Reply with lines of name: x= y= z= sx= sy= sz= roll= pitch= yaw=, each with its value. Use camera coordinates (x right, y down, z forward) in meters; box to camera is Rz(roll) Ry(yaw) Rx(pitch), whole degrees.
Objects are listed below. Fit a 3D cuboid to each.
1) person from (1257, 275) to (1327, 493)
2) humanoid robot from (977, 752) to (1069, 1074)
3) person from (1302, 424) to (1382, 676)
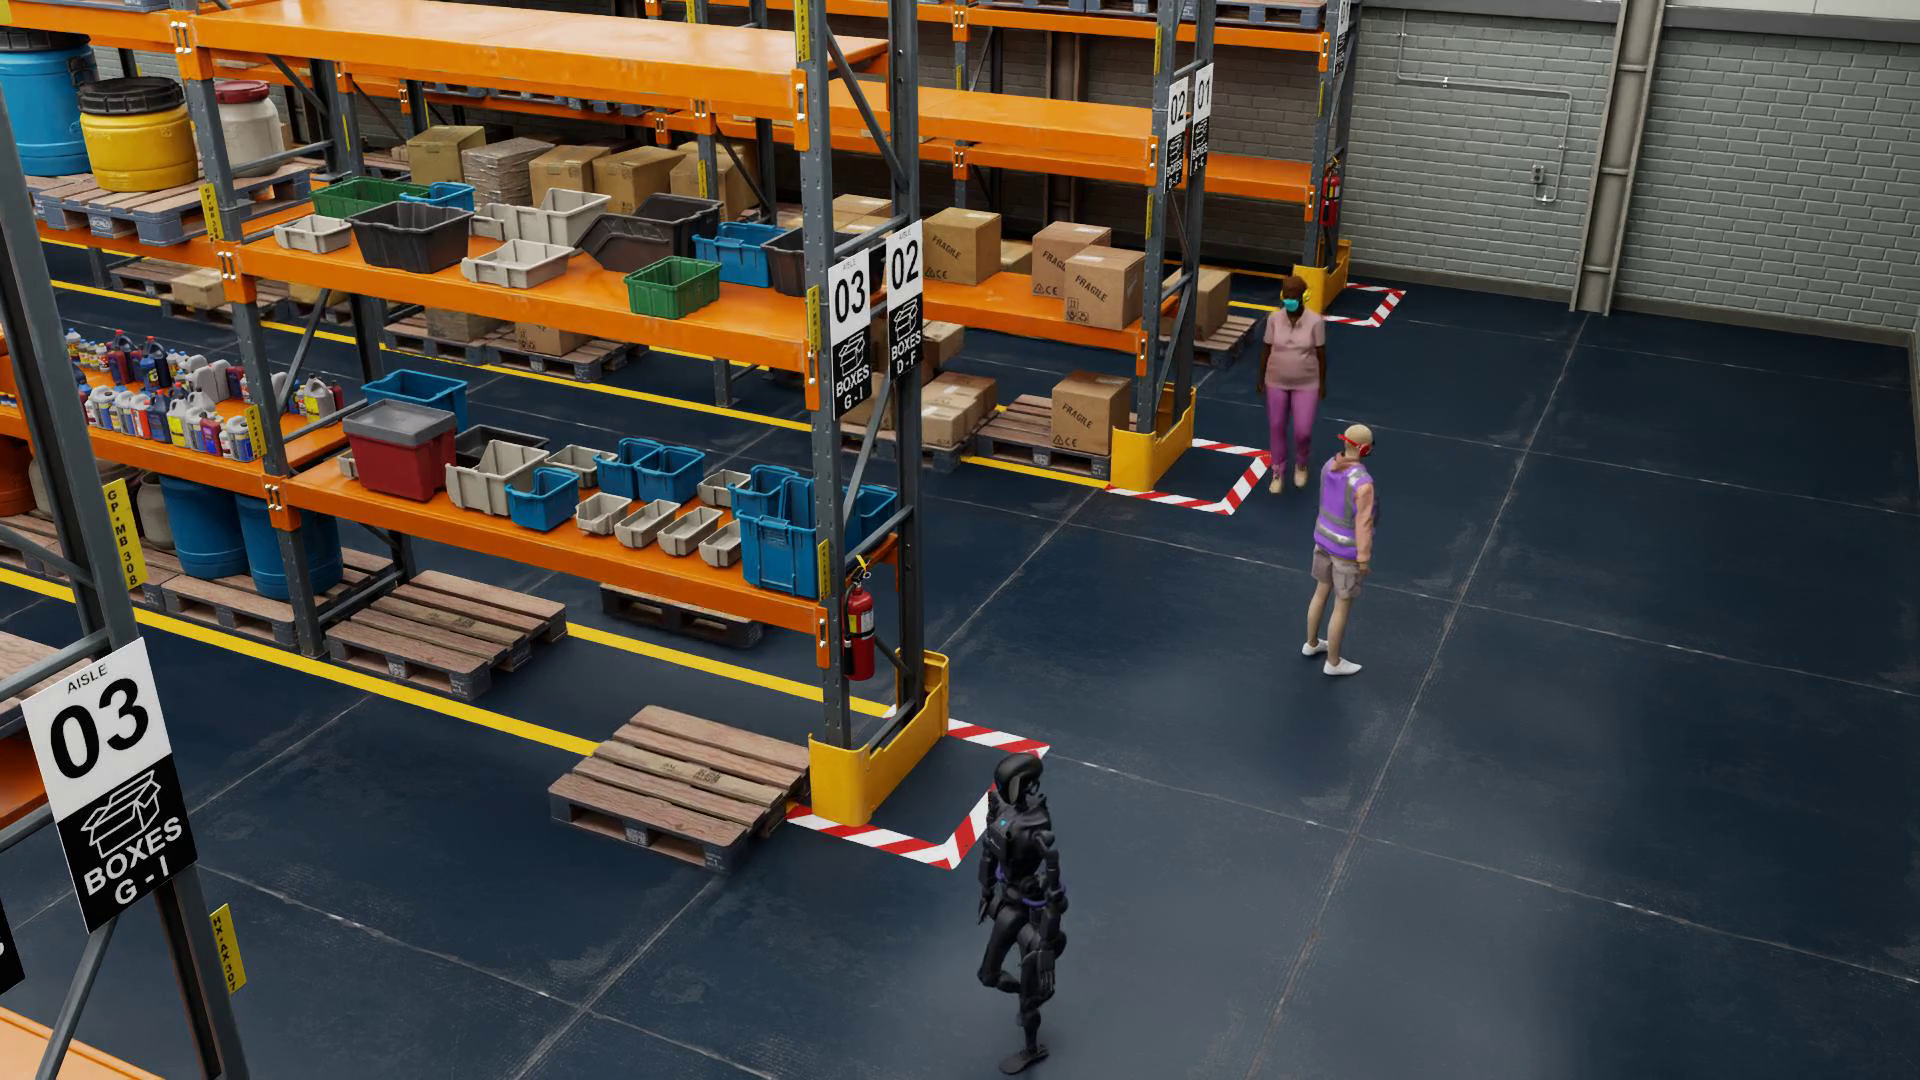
person: x=2.595 y=-1.202 z=13.022 sx=0.540 sy=1.783 sz=0.415 roll=10 pitch=28 yaw=19
humanoid robot: x=0.319 y=1.646 z=7.388 sx=0.424 sy=1.647 sz=0.584 roll=-16 pitch=31 yaw=-30
person: x=2.431 y=0.057 z=10.589 sx=0.346 sy=1.688 sz=0.489 roll=-10 pitch=28 yaw=-20
